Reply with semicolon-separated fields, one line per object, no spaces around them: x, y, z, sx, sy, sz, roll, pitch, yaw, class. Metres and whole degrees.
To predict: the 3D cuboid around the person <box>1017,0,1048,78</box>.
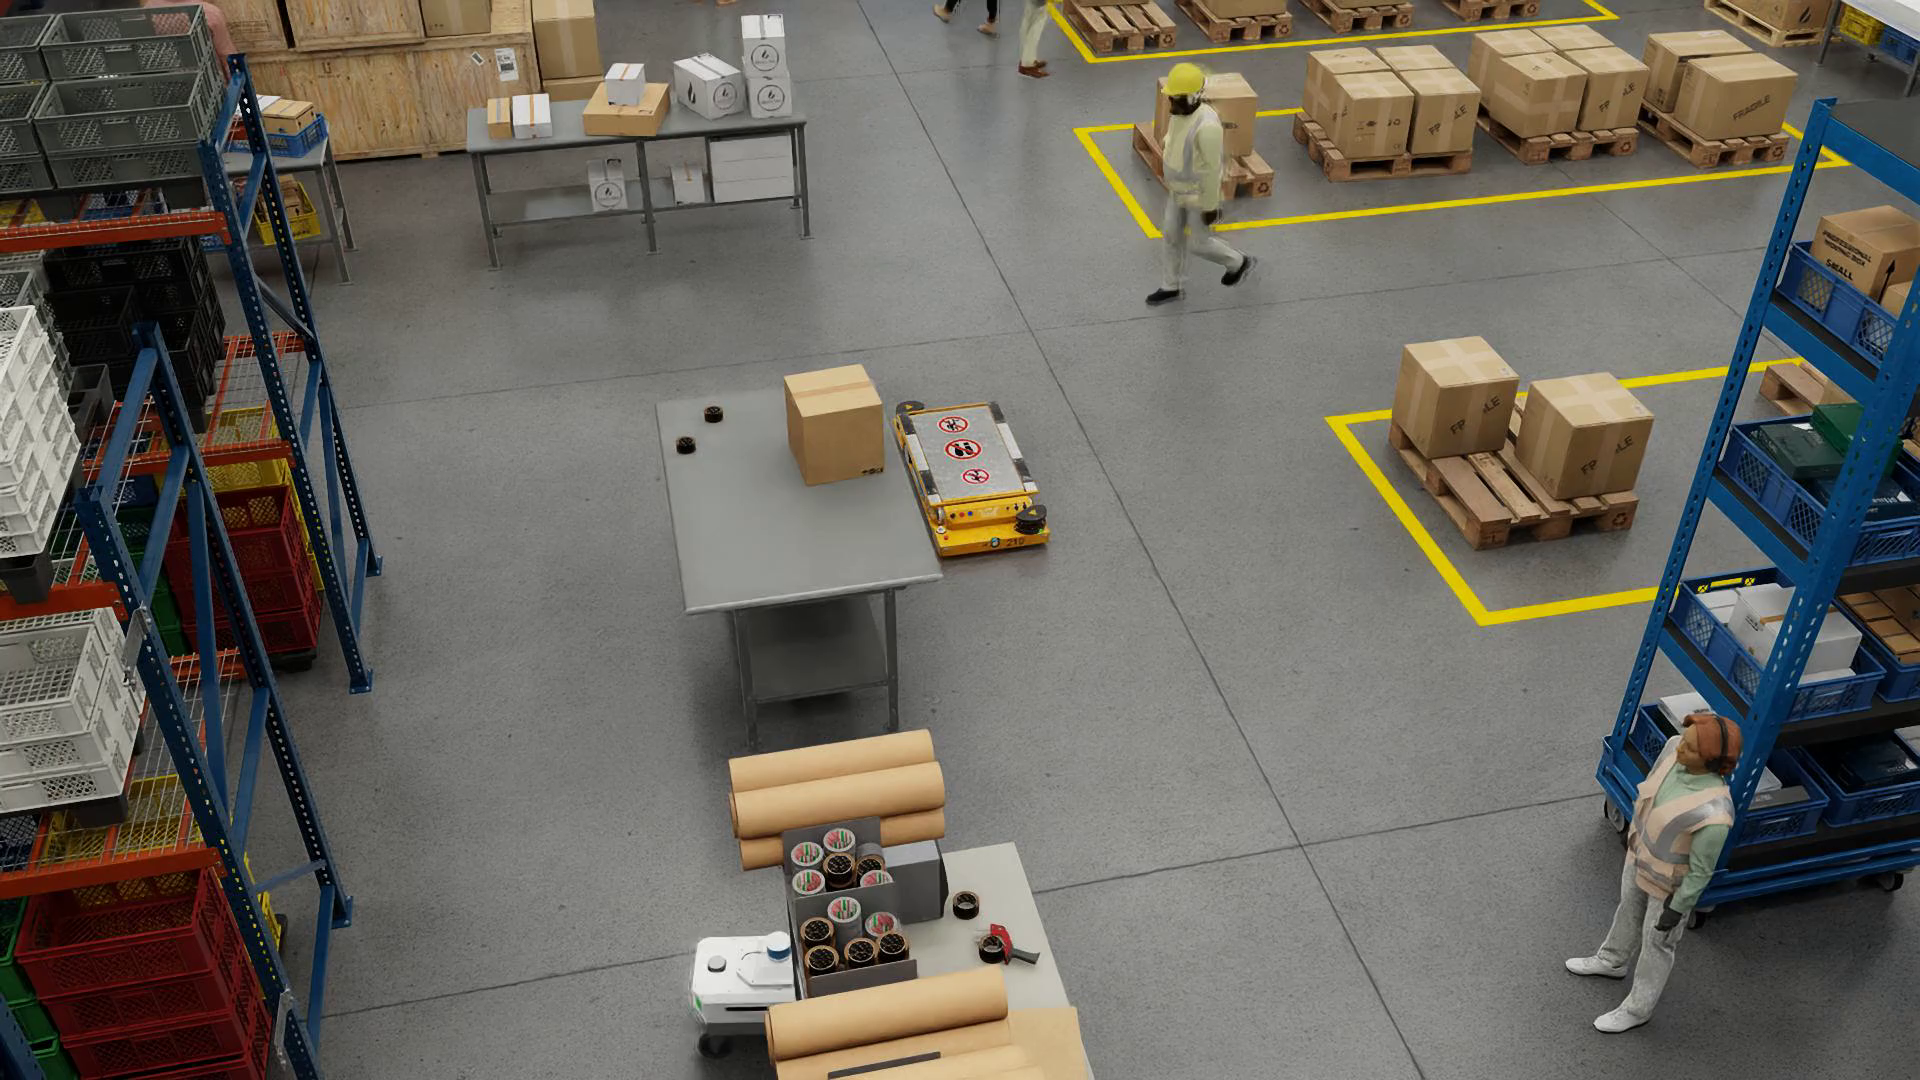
0.675;-5.172;15.164;0.363;1.872;0.555;-16;40;-21;person

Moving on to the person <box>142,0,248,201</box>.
-5.900;-3.585;13.002;0.645;1.897;0.400;3;37;4;person

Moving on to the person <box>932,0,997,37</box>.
0.085;-5.796;16.161;0.542;1.652;0.864;-24;43;-29;person

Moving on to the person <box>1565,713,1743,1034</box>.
2.793;1.311;6.626;0.307;1.645;0.513;-2;37;-3;person

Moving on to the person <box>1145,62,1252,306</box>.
1.699;-2.472;11.584;0.715;1.800;0.618;-12;38;-16;person

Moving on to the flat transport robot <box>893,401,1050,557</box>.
0.046;-0.430;10.108;0.652;0.197;1.431;-8;37;-10;flat transport robot

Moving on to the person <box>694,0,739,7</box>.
-2.562;-6.333;16.742;0.619;1.838;0.430;18;40;22;person
